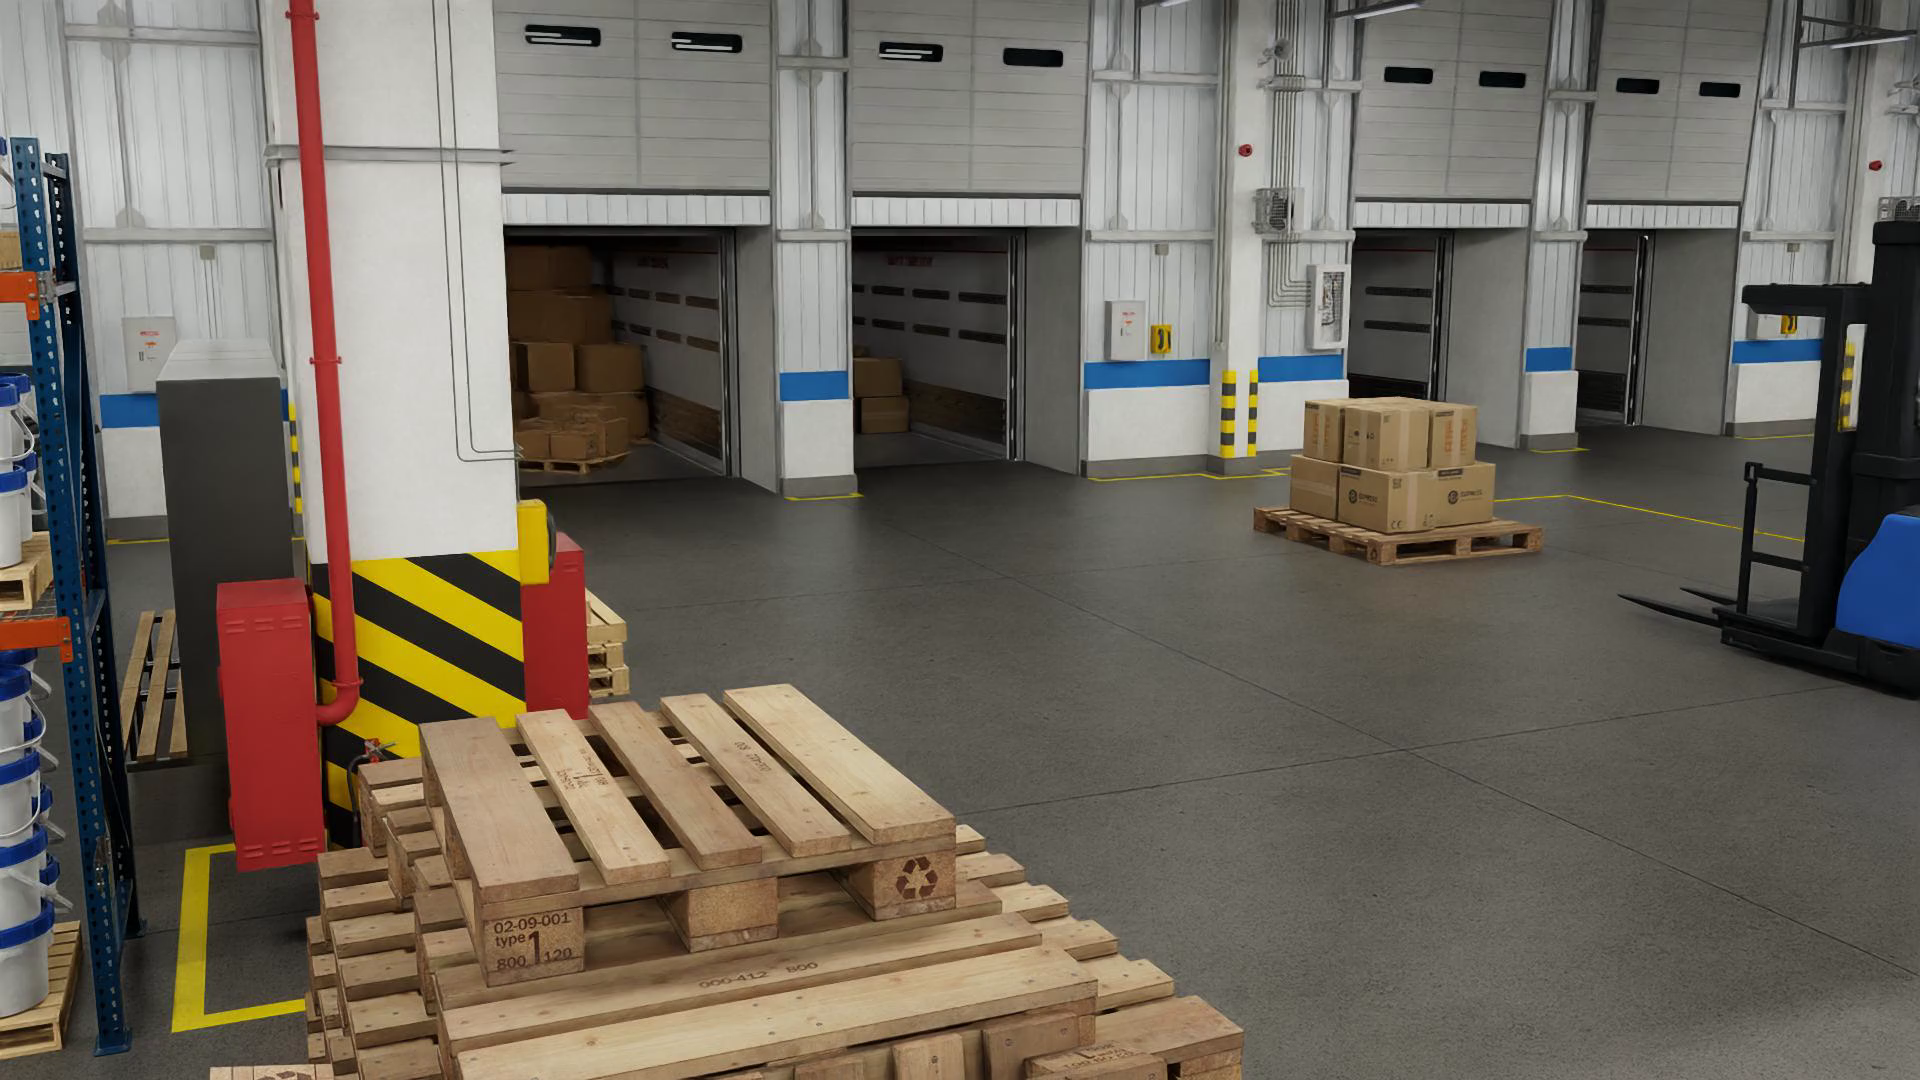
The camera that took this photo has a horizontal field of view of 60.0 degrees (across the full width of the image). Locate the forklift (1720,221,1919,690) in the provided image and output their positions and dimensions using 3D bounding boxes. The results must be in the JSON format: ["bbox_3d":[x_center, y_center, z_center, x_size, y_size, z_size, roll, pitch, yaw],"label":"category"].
[{"bbox_3d":[5.954,-0.550,10.217,1.129,2.768,1.873,-4,11,-23],"label":"forklift"}]
